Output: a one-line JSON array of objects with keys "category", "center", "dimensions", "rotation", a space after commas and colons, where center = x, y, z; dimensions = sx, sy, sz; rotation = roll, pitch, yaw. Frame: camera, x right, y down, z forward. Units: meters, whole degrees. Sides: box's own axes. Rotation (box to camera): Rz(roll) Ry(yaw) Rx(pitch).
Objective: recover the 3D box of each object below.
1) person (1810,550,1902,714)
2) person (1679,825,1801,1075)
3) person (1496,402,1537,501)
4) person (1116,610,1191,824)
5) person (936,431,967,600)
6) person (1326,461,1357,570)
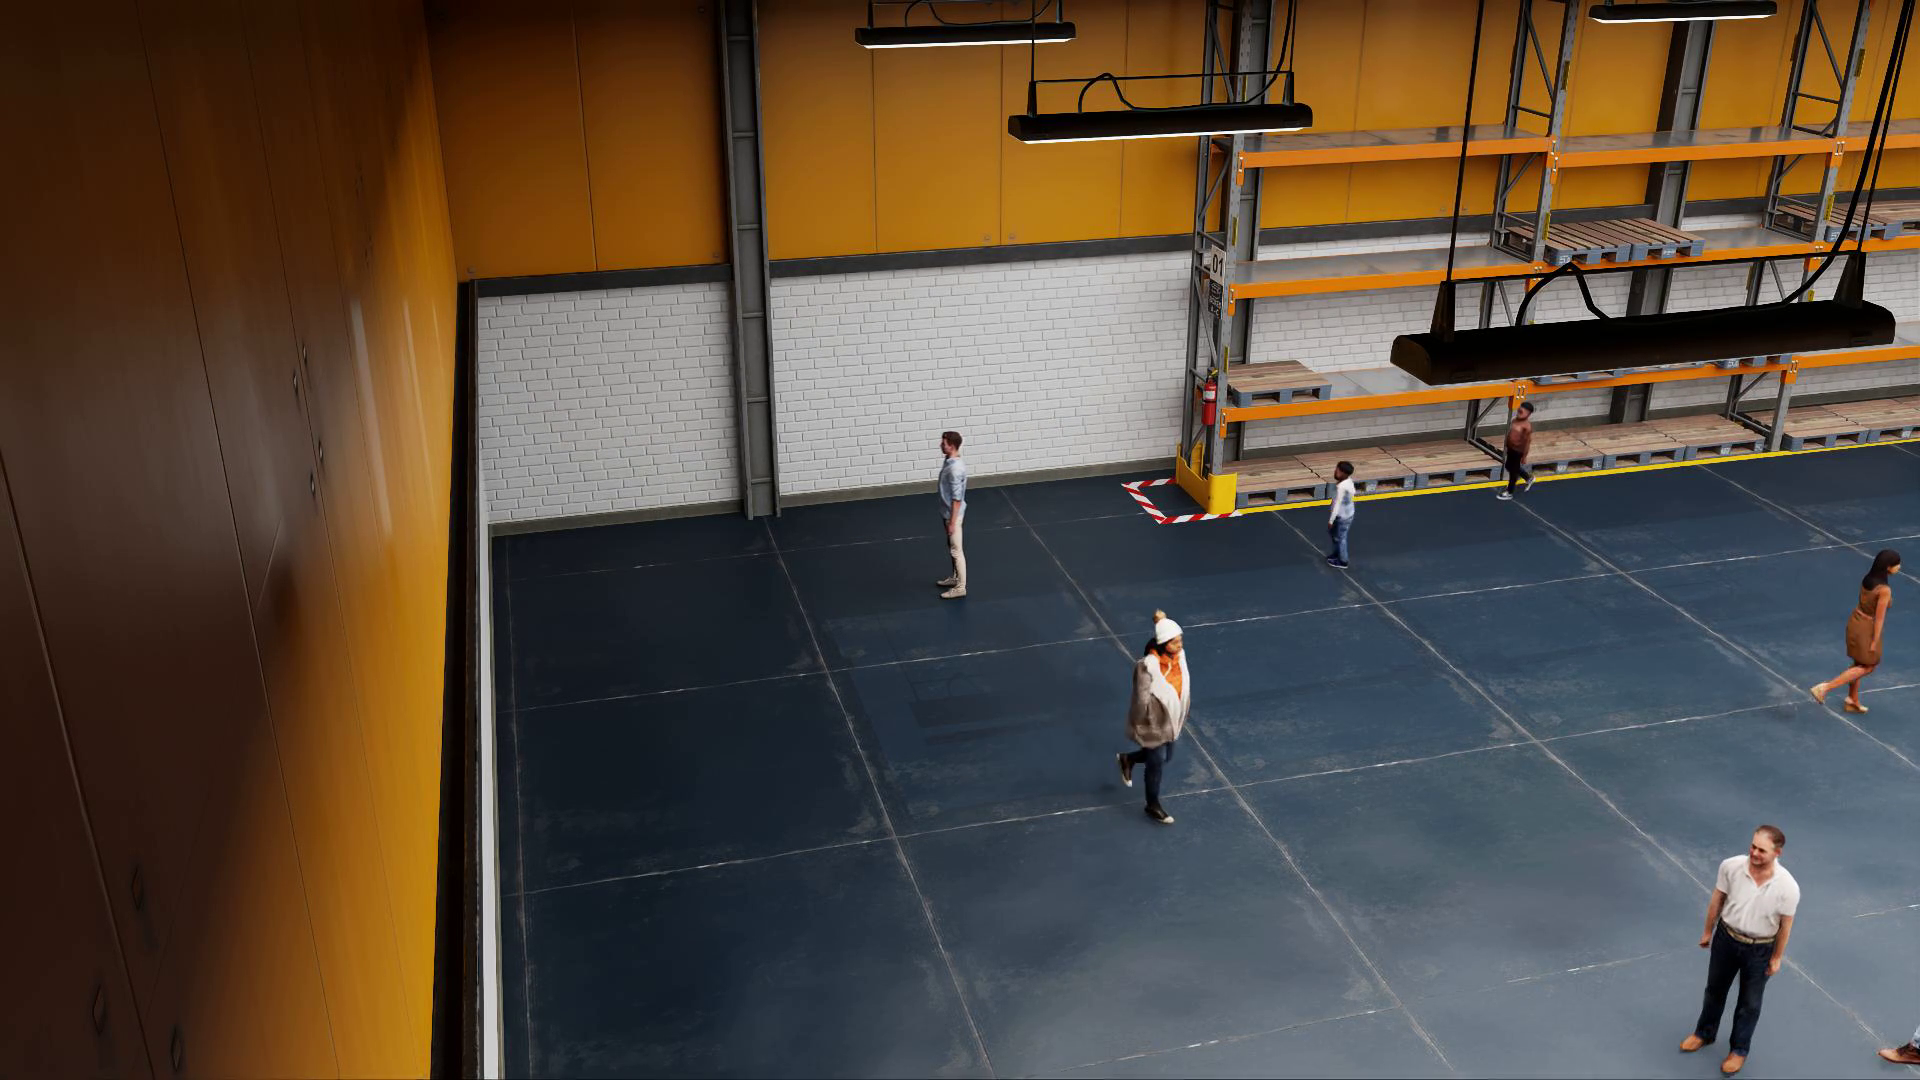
[{"category": "person", "center": [8.236, 0.866, 15.286], "dimensions": [0.905, 1.673, 0.727], "rotation": [1, 24, 3]}, {"category": "person", "center": [5.191, 2.656, 10.967], "dimensions": [0.720, 1.854, 0.742], "rotation": [-19, 30, -37]}, {"category": "person", "center": [6.865, -1.099, 20.316], "dimensions": [0.742, 1.245, 0.522], "rotation": [-6, 24, -14]}, {"category": "person", "center": [1.564, 1.424, 13.772], "dimensions": [1.055, 1.865, 1.038], "rotation": [-21, 31, -39]}, {"category": "person", "center": [-0.075, -0.285, 17.705], "dimensions": [0.590, 1.847, 0.687], "rotation": [-2, 24, -5]}, {"category": "person", "center": [4.288, -0.277, 18.432], "dimensions": [0.653, 1.249, 0.595], "rotation": [12, 26, 26]}]
